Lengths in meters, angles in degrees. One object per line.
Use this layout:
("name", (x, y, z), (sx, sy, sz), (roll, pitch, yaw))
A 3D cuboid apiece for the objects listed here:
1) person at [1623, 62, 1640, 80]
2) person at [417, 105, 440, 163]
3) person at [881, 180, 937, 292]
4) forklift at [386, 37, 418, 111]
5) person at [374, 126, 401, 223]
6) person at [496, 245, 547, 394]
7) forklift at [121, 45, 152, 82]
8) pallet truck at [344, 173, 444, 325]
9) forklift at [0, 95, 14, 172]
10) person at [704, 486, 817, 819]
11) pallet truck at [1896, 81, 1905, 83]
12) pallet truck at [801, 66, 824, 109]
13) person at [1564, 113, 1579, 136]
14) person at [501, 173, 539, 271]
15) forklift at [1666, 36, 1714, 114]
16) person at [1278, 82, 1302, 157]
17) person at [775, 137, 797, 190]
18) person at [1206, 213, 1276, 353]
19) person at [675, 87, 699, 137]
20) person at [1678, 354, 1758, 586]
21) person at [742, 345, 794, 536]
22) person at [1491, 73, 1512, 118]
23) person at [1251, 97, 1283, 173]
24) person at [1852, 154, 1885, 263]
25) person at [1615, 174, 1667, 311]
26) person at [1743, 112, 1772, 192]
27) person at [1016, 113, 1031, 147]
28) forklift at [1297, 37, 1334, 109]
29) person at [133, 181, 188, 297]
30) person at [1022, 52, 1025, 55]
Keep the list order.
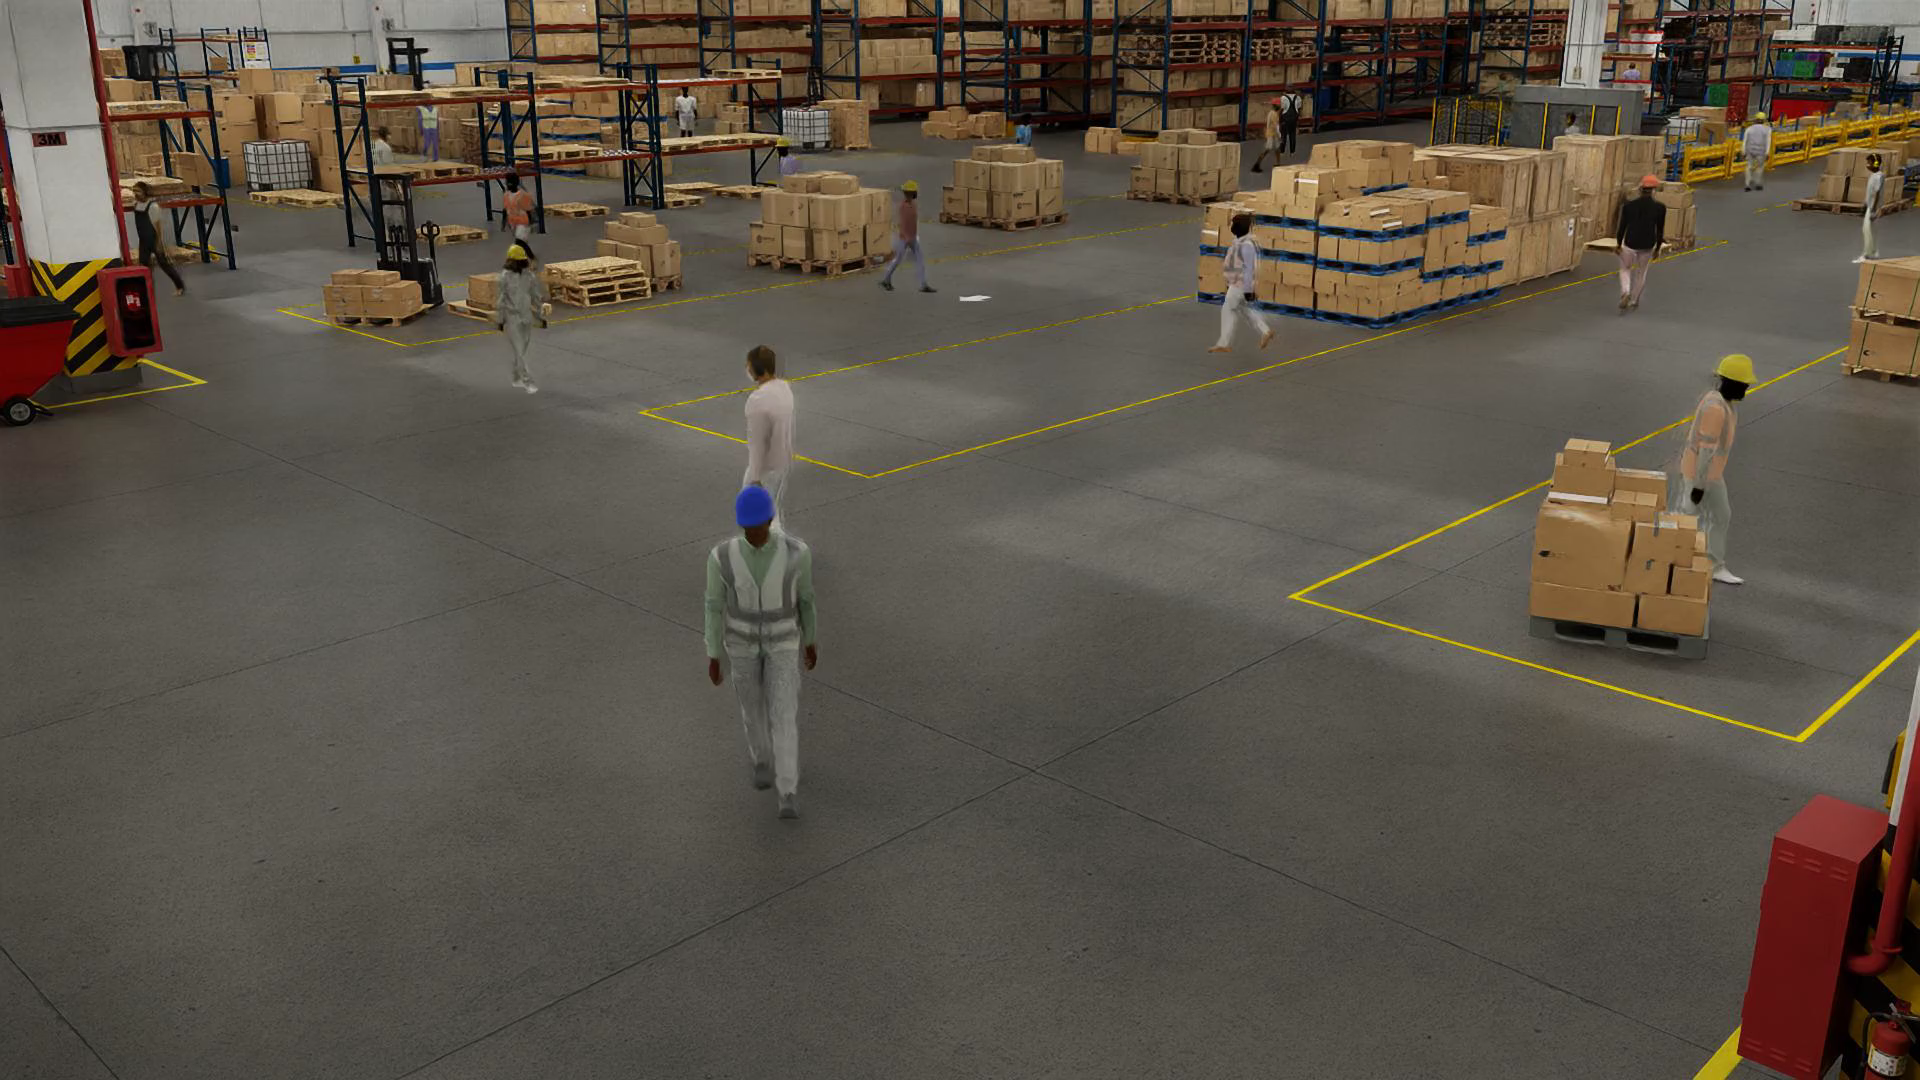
("person", (24.692, -16.612, 61.303), (0.627, 1.941, 0.370), (1, 18, 3))
("person", (-14.124, -10.939, 44.260), (0.604, 1.906, 0.626), (-16, 24, -39))
("person", (-0.835, -4.706, 25.771), (0.904, 1.723, 0.525), (11, 21, 29))
("forklift", (-20.297, -16.875, 60.624), (1.129, 2.768, 1.873), (4, 19, 10))
("person", (-11.455, -7.309, 33.301), (0.437, 1.919, 0.631), (-8, 20, -23))
("person", (-5.052, -2.555, 19.302), (0.838, 1.705, 0.506), (17, 25, 41))
("forklift", (-25.631, -14.025, 52.038), (1.129, 2.768, 1.873), (12, 22, 32))
("pallet truck", (-8.209, -4.181, 23.757), (0.823, 1.965, 1.885), (3, 19, 9))
("forklift", (-24.269, -10.815, 42.365), (1.129, 2.768, 1.873), (17, 25, 41))
("person", (-1.128, 0.638, 9.384), (0.631, 1.899, 0.955), (-1, 18, -3))
("pallet truck", (34.802, -16.331, 61.455), (0.653, 1.274, 1.630), (17, 25, 41))
("pallet truck", (-4.812, -15.182, 56.903), (0.823, 1.965, 1.885), (-9, 21, -26))
("person", (13.810, -8.806, 37.967), (0.540, 1.817, 0.973), (-16, 24, -40))
("person", (-7.252, -5.233, 27.450), (0.536, 1.665, 0.816), (10, 21, 27))
("forklift", (27.341, -17.291, 61.877), (1.129, 2.768, 1.873), (17, 25, 41))
("person", (9.167, -11.785, 46.602), (0.683, 2.000, 0.538), (-5, 19, -16))
("person", (-3.253, -6.559, 31.094), (0.963, 1.883, 0.613), (-7, 20, -20))
("person", (3.667, -3.307, 21.417), (0.834, 1.813, 0.622), (2, 18, 5))
("person", (-7.743, -11.940, 47.227), (0.623, 1.924, 0.904), (-4, 19, -11))
("person", (5.784, -0.577, 13.083), (0.862, 1.878, 0.621), (12, 22, 31))
("person", (-1.492, -0.577, 13.020), (0.563, 1.919, 0.634), (7, 19, 19))
("person", (19.801, -16.162, 60.474), (0.748, 1.595, 0.516), (6, 19, 17))
("person", (7.934, -10.331, 42.463), (0.950, 1.892, 0.532), (2, 18, 6))
("person", (15.675, -5.678, 28.503), (0.528, 1.849, 0.716), (6, 19, 18))
("person", (9.872, -4.300, 24.136), (0.647, 1.981, 0.514), (6, 19, 18))
("person", (18.520, -9.012, 38.610), (0.632, 1.799, 0.776), (16, 24, 39))
("person", (1.479, -9.412, 40.036), (0.321, 1.670, 0.750), (8, 20, 22))
("forklift", (13.182, -16.850, 60.548), (1.129, 2.768, 1.873), (17, 25, 41))
("person", (-12.122, -4.496, 25.011), (0.525, 1.813, 0.930), (7, 20, 20))
("person", (3.028, -22.673, 79.587), (0.980, 1.921, 0.679), (-6, 19, -17))
